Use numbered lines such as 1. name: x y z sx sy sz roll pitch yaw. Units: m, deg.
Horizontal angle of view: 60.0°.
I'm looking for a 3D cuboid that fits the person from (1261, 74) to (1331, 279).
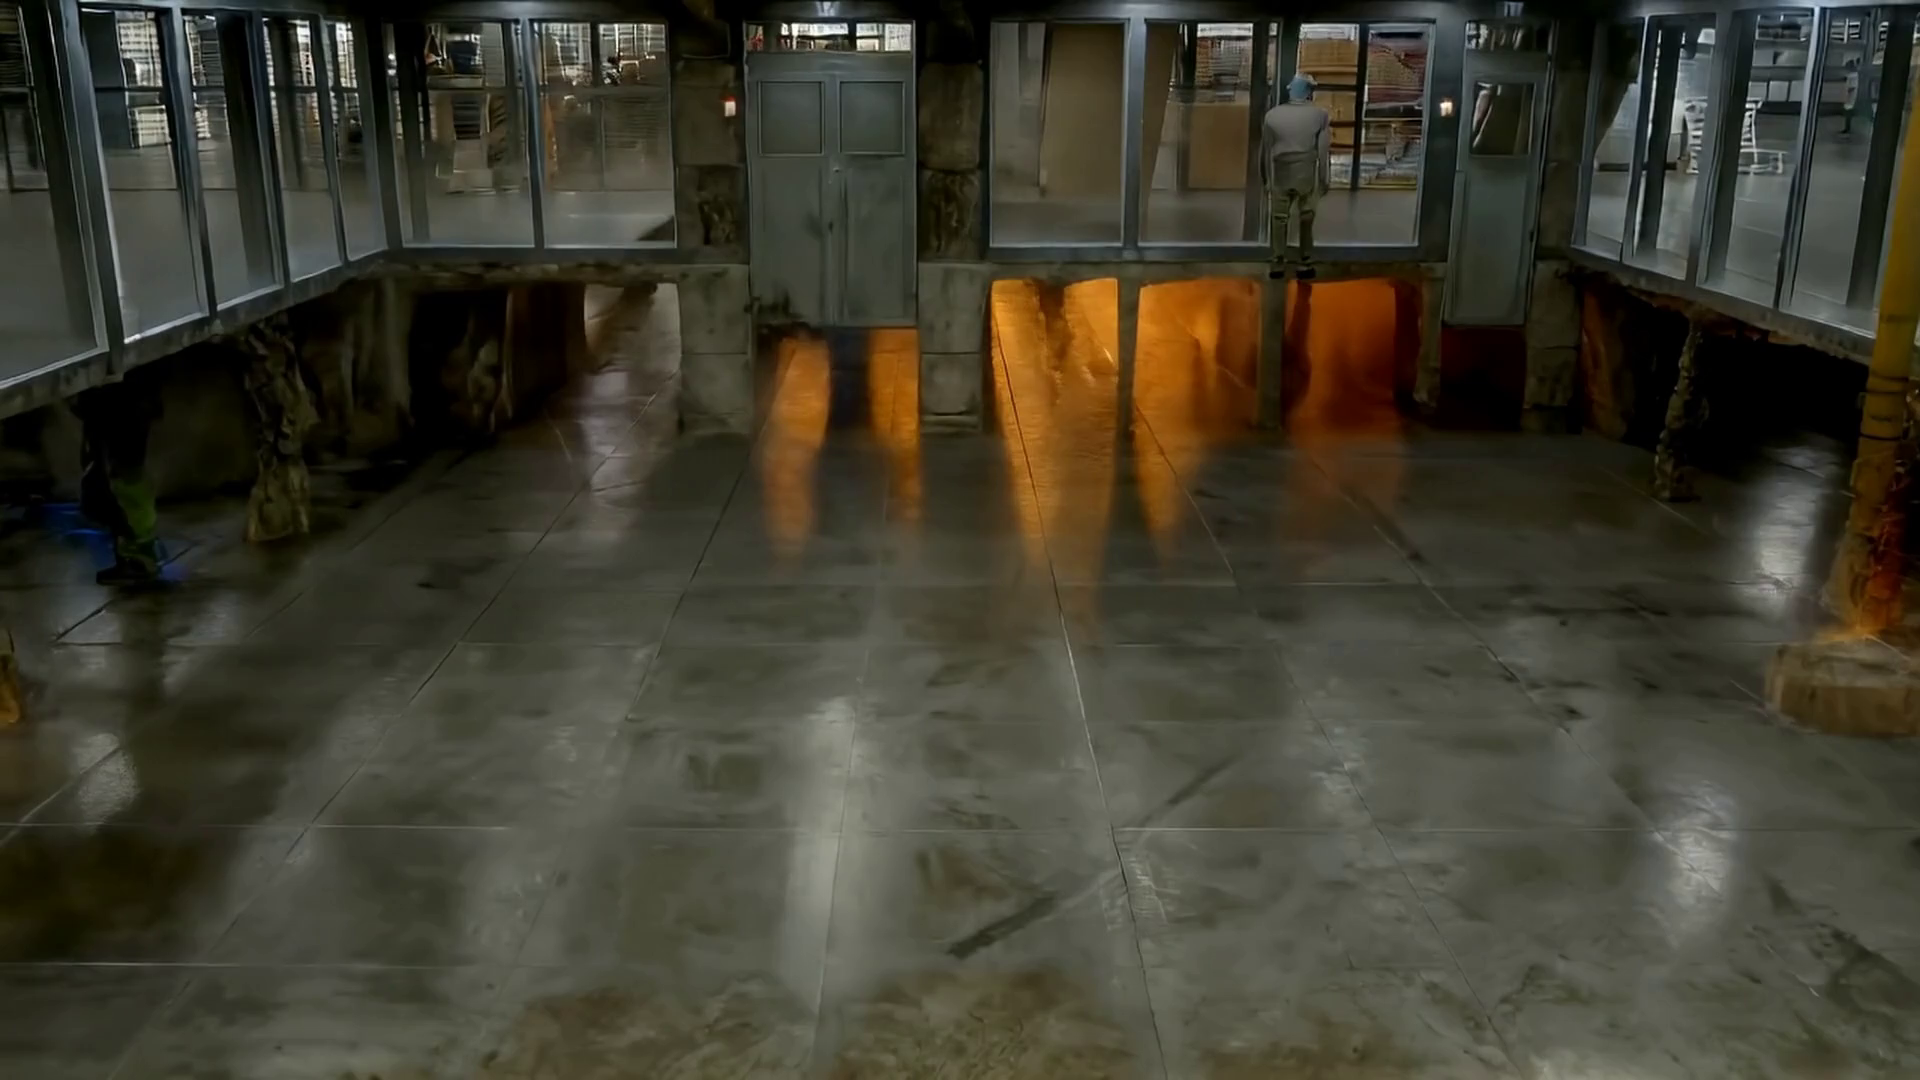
1. person: 3.201 -3.460 15.879 0.652 1.906 0.402 6 17 19
